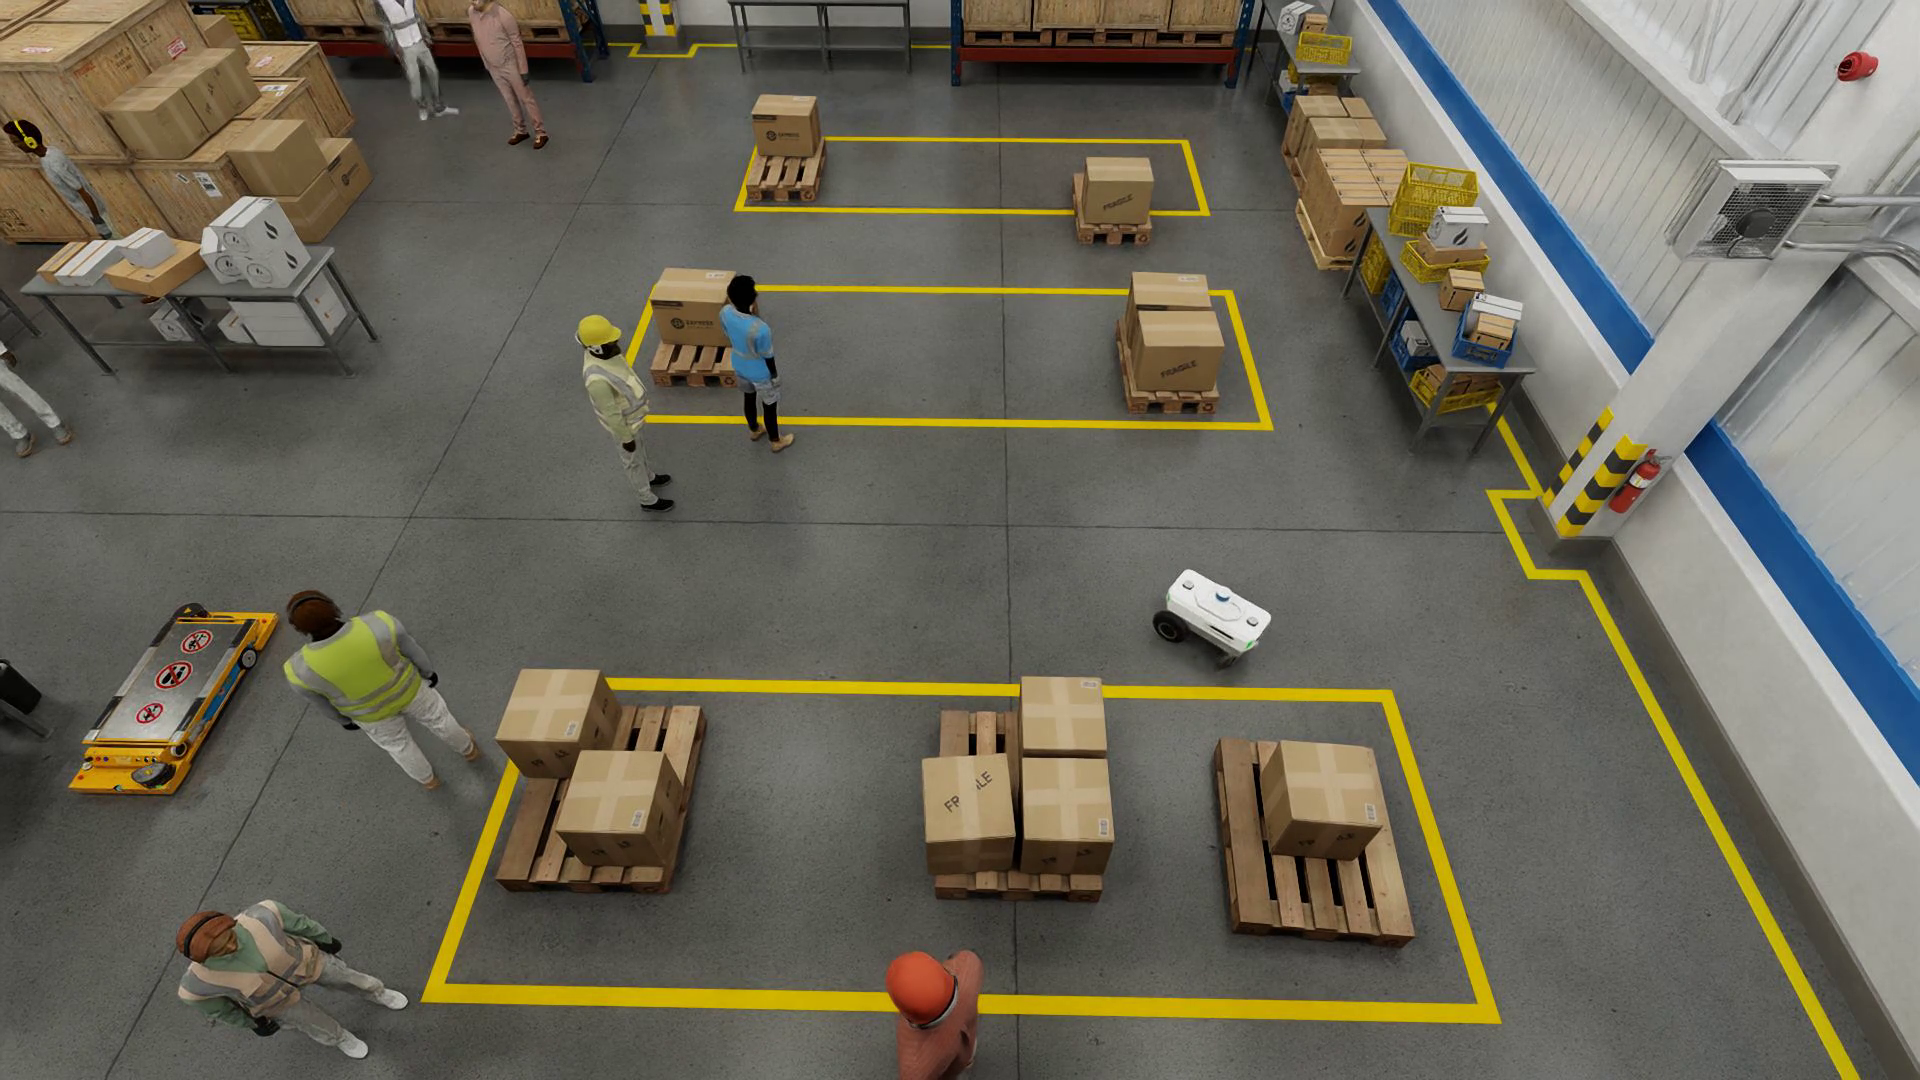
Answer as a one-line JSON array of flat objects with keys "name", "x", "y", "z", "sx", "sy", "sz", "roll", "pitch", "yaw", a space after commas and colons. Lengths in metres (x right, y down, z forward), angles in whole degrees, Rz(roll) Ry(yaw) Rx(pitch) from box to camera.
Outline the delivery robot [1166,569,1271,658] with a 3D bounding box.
[{"name": "delivery robot", "x": 1.870, "y": 0.521, "z": 6.664, "sx": 0.707, "sy": 0.478, "sz": 0.477, "roll": 31, "pitch": 57, "yaw": 24}]

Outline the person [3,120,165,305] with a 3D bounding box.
[{"name": "person", "x": -8.545, "y": -3.206, "z": 9.023, "sx": 0.309, "sy": 1.868, "sz": 0.534, "roll": -36, "pitch": 59, "yaw": -27}]

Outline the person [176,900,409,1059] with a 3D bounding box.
[{"name": "person", "x": -3.360, "y": 2.206, "z": 4.597, "sx": 0.313, "sy": 1.634, "sz": 0.514, "roll": 19, "pitch": 52, "yaw": 15}]

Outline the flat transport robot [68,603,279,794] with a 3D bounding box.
[{"name": "flat transport robot", "x": -5.504, "y": 1.072, "z": 6.442, "sx": 0.652, "sy": 0.197, "sz": 1.431, "roll": 1, "pitch": 50, "yaw": 1}]

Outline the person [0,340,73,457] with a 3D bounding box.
[{"name": "person", "x": -8.241, "y": -1.508, "z": 7.575, "sx": 0.584, "sy": 1.882, "sz": 0.337, "roll": -27, "pitch": 55, "yaw": -21}]

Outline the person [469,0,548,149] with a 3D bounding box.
[{"name": "person", "x": -5.551, "y": -5.761, "z": 11.165, "sx": 0.639, "sy": 1.902, "sz": 0.407, "roll": 16, "pitch": 52, "yaw": 13}]

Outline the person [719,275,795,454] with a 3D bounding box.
[{"name": "person", "x": -1.707, "y": -1.445, "z": 7.648, "sx": 0.533, "sy": 1.693, "sz": 0.315, "roll": 31, "pitch": 56, "yaw": 23}]

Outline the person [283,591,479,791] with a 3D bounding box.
[{"name": "person", "x": -3.494, "y": 0.924, "z": 5.554, "sx": 0.619, "sy": 1.835, "sz": 0.429, "roll": -37, "pitch": 59, "yaw": -27}]

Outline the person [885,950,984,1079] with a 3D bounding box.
[{"name": "person", "x": -0.120, "y": 2.324, "z": 4.268, "sx": 0.393, "sy": 1.985, "sz": 0.611, "roll": 21, "pitch": 53, "yaw": 17}]

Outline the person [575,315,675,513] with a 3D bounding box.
[{"name": "person", "x": -2.605, "y": -0.977, "z": 7.158, "sx": 0.403, "sy": 1.835, "sz": 0.586, "roll": -10, "pitch": 51, "yaw": -9}]

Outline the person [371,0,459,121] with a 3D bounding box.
[{"name": "person", "x": -7.054, "y": -6.310, "z": 11.647, "sx": 0.528, "sy": 1.882, "sz": 0.623, "roll": 15, "pitch": 51, "yaw": 12}]
